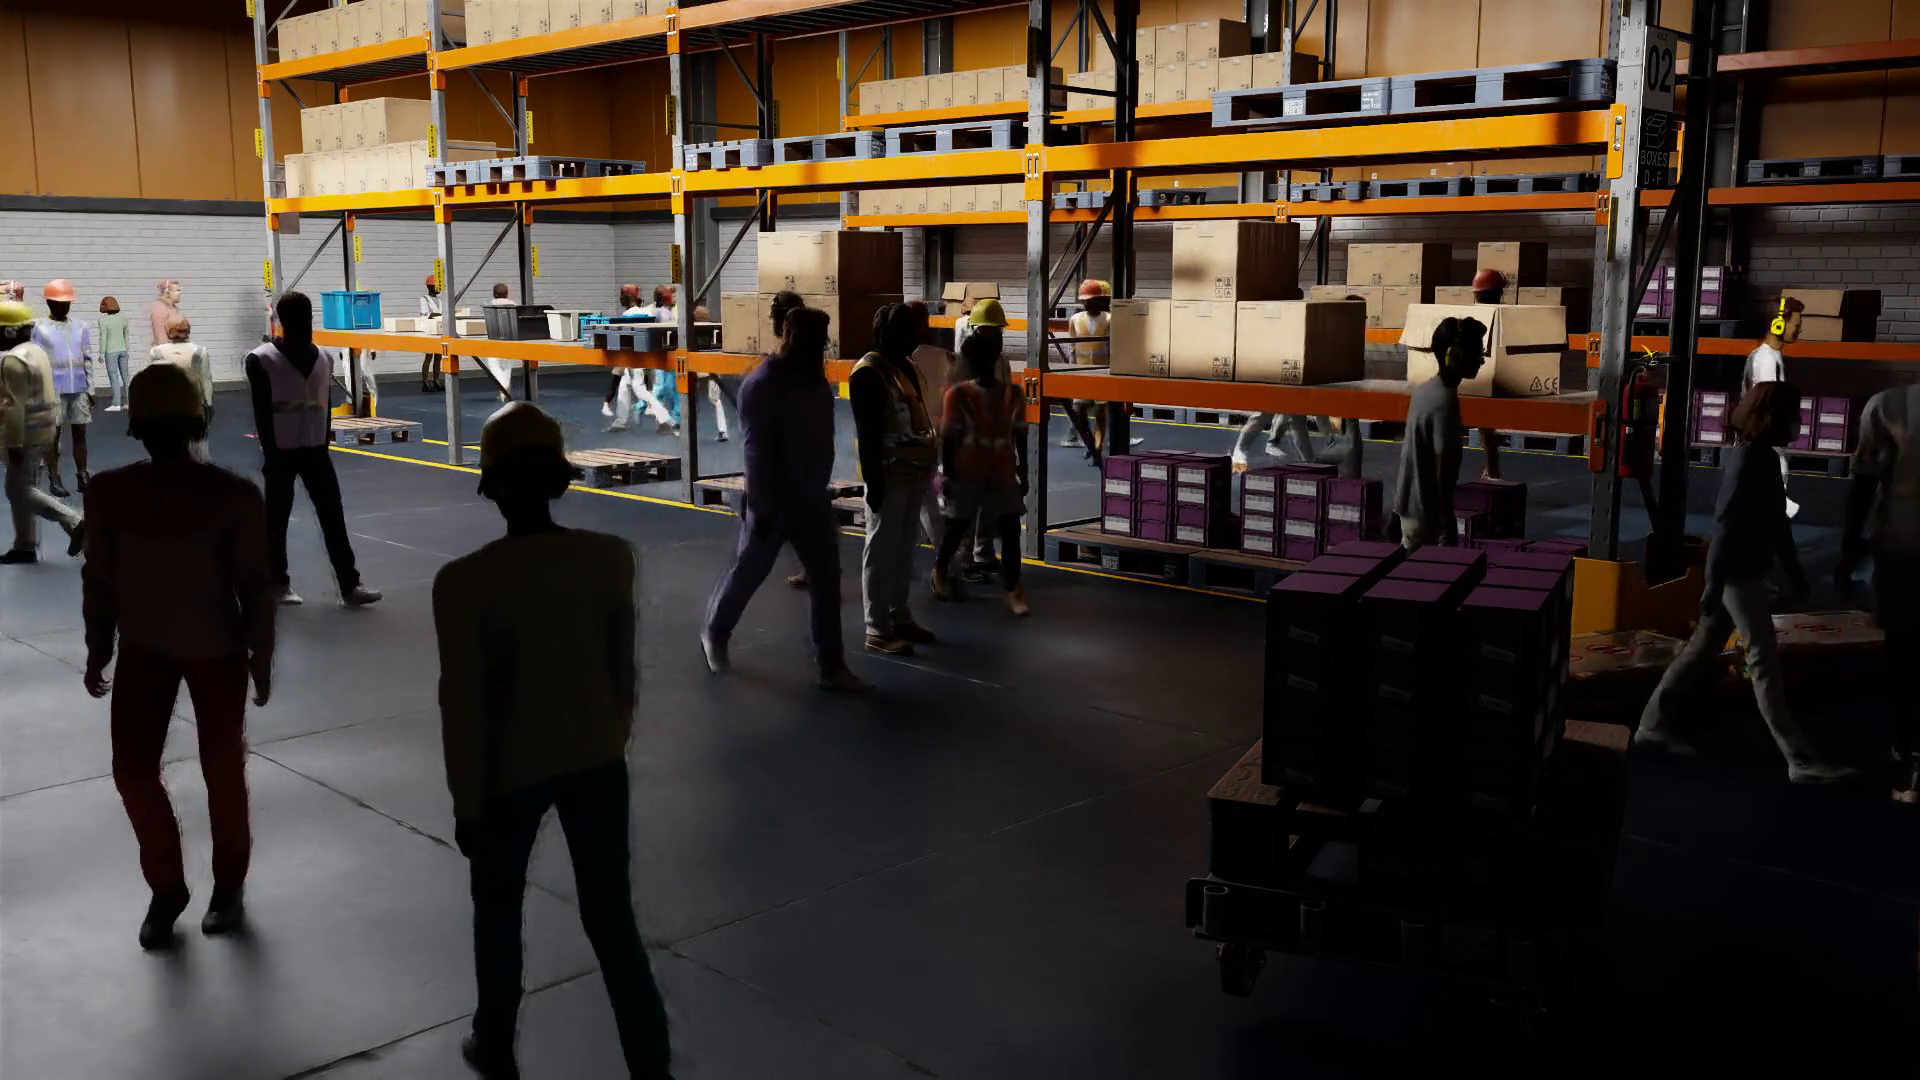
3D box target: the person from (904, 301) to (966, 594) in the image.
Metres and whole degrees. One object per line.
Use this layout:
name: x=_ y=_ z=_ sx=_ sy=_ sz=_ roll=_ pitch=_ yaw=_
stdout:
person: x=-0.248 y=-0.586 z=10.483 sx=0.582 sy=1.831 sz=1.003 roll=-8 pitch=12 yaw=-39

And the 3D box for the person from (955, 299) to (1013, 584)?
person: x=0.163 y=-0.642 z=10.783 sx=0.403 sy=1.830 sz=0.599 roll=6 pitch=11 yaw=31

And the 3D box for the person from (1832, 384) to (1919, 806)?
person: x=3.763 y=0.036 z=6.429 sx=0.645 sy=1.899 sz=1.075 roll=6 pitch=11 yaw=33

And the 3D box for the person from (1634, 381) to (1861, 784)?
person: x=3.162 y=0.152 z=6.670 sx=0.866 sy=1.585 sz=0.515 roll=6 pitch=11 yaw=33

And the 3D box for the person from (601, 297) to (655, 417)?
person: x=-4.537 y=-2.523 z=22.892 sx=0.469 sy=1.652 sz=0.721 roll=8 pitch=12 yaw=39

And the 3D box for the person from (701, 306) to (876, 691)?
person: x=-0.885 y=-0.210 z=8.106 sx=0.994 sy=1.856 sz=0.649 roll=7 pitch=12 yaw=37

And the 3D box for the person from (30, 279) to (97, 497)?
person: x=-7.963 y=-1.345 z=14.805 sx=0.380 sy=1.931 sz=0.544 roll=6 pitch=11 yaw=33

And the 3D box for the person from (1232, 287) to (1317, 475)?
person: x=3.114 y=-1.530 z=16.134 sx=1.059 sy=1.887 sz=0.638 roll=4 pitch=10 yaw=21

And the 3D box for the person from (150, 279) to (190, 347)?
person: x=-9.754 y=-2.269 z=20.555 sx=0.548 sy=1.892 sz=0.669 roll=-2 pitch=9 yaw=-10

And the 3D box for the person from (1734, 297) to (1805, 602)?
person: x=4.903 y=-0.536 z=10.076 sx=0.453 sy=1.851 sz=0.529 roll=5 pitch=10 yaw=27

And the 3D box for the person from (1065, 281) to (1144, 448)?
person: x=1.605 y=-1.957 z=18.708 sx=0.898 sy=1.880 sz=0.609 roll=-1 pitch=9 yaw=-3

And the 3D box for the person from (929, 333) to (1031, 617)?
person: x=0.136 y=-0.407 z=9.896 sx=0.550 sy=1.658 sz=0.751 roll=-3 pitch=10 yaw=-17

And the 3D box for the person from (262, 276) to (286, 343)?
person: x=-11.254 y=-3.455 z=27.390 sx=0.374 sy=2.044 sz=0.605 roll=3 pitch=10 yaw=18

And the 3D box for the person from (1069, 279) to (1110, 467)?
person: x=1.380 y=-1.711 z=17.082 sx=0.550 sy=1.917 sz=0.479 roll=3 pitch=10 yaw=15

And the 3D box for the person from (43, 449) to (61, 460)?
person: x=-9.944 y=-1.659 z=17.394 sx=0.528 sy=1.713 sz=0.939 roll=5 pitch=11 yaw=30

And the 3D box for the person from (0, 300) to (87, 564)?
person: x=-6.325 y=-0.725 z=11.353 sx=0.616 sy=1.811 sz=0.604 roll=-3 pitch=10 yaw=-15

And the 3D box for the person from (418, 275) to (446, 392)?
person: x=-8.641 y=-3.389 z=27.353 sx=0.389 sy=1.931 sz=0.544 roll=4 pitch=10 yaw=22

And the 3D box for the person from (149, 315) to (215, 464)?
person: x=-6.943 y=-1.199 z=14.882 sx=0.525 sy=1.600 sz=0.810 roll=-3 pitch=10 yaw=-19

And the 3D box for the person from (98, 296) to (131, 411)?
person: x=-12.052 y=-2.651 z=23.705 sx=0.278 sy=1.634 sz=0.498 roll=4 pitch=10 yaw=22

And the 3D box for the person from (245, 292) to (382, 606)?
person: x=-3.867 y=-0.513 z=9.845 sx=0.957 sy=1.875 sz=0.589 roll=7 pitch=11 yaw=35

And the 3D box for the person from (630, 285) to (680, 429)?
person: x=-3.744 y=-2.285 z=20.894 sx=0.719 sy=1.820 sz=0.583 roll=0 pitch=9 yaw=-1

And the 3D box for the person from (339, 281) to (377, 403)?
person: x=-8.654 y=-2.807 z=23.898 sx=0.590 sy=1.896 sz=0.854 roll=0 pitch=9 yaw=1

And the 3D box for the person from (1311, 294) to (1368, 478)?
person: x=3.095 y=-1.100 z=13.627 sx=0.726 sy=1.823 sz=0.525 roll=4 pitch=10 yaw=24

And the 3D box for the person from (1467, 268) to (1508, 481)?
person: x=4.589 y=-1.361 z=14.598 sx=0.623 sy=2.016 sz=0.626 roll=-6 pitch=11 yaw=-33

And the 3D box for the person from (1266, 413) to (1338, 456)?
person: x=3.724 y=-1.718 z=17.816 sx=0.925 sy=1.696 sz=0.499 roll=6 pitch=11 yaw=32

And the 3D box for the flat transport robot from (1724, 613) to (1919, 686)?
flat transport robot: x=4.376 y=0.531 z=8.371 sx=1.431 sy=0.197 sz=0.652 roll=-2 pitch=10 yaw=-14

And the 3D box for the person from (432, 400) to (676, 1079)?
person: x=-0.942 y=0.537 z=3.912 sx=0.526 sy=1.722 sz=0.869 roll=-6 pitch=11 yaw=-35

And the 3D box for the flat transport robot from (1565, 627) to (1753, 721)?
flat transport robot: x=3.004 y=0.619 z=7.830 sx=1.431 sy=0.197 sz=0.652 roll=-5 pitch=10 yaw=-27

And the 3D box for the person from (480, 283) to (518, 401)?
person: x=-6.913 y=-2.977 z=25.148 sx=0.639 sy=1.823 sz=0.746 roll=-6 pitch=11 yaw=-35

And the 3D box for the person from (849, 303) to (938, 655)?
person: x=-0.337 y=-0.328 z=8.832 sx=0.429 sy=1.842 sz=0.633 roll=4 pitch=10 yaw=21

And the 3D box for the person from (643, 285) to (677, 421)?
person: x=-3.911 y=-2.460 z=22.020 sx=0.635 sy=1.817 sz=0.437 roll=-2 pitch=9 yaw=-10

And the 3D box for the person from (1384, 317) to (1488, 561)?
person: x=2.113 y=-0.106 z=7.581 sx=0.945 sy=1.820 sz=0.550 roll=2 pitch=9 yaw=9

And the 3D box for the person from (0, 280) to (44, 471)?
person: x=-9.411 y=-1.630 z=16.608 sx=0.409 sy=1.911 sz=0.646 roll=-3 pitch=10 yaw=-18

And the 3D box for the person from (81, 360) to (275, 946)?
person: x=-2.323 y=0.342 z=4.956 sx=0.573 sy=1.750 sz=0.511 roll=-1 pitch=9 yaw=-7

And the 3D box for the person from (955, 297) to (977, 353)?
person: x=0.158 y=-2.577 z=23.283 sx=0.497 sy=1.629 sz=0.276 roll=-4 pitch=10 yaw=-24

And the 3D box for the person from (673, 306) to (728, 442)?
person: x=-3.031 y=-1.946 z=19.531 sx=0.878 sy=1.590 sz=0.535 roll=9 pitch=13 yaw=44

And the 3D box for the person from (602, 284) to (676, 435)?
person: x=-3.909 y=-2.184 z=20.207 sx=0.937 sy=1.850 sz=0.586 roll=1 pitch=9 yaw=8

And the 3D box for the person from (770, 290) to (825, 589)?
person: x=-0.960 y=-0.575 z=10.234 sx=0.379 sy=1.900 sz=0.790 roll=-2 pitch=10 yaw=-13
